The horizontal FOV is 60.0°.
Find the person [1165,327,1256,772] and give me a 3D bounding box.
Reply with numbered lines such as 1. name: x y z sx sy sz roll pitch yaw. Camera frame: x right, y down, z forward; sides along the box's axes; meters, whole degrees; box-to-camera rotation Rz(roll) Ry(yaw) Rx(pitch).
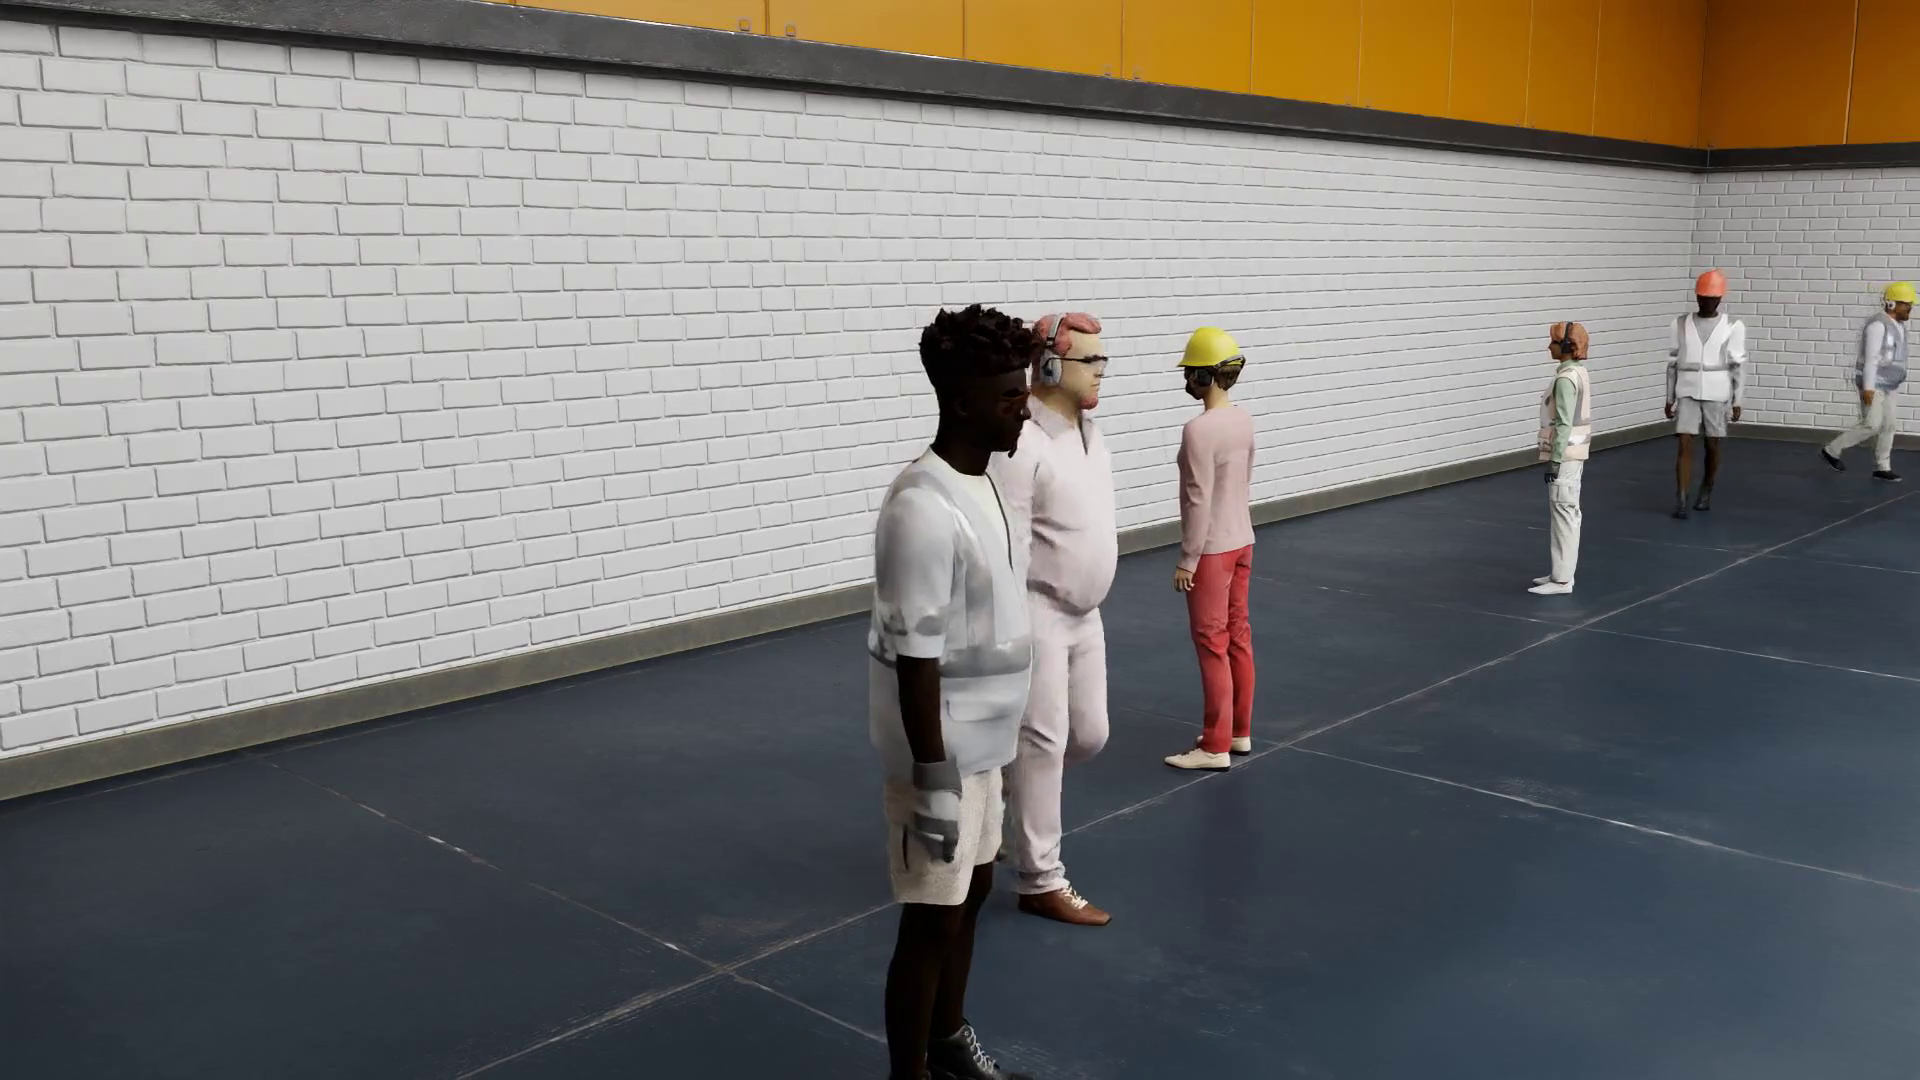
1. person: 0.995 0.039 6.639 0.330 1.767 0.528 7 12 33

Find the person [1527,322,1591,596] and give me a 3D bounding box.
1. person: 3.619 -0.485 9.983 0.308 1.640 0.511 5 11 26

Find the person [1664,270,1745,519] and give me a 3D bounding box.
1. person: 5.781 -1.138 12.940 0.558 1.911 0.804 5 11 27

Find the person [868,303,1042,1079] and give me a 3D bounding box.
1. person: -0.006 0.450 3.772 0.381 1.958 0.619 2 10 14

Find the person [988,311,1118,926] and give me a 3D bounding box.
1. person: 0.213 0.236 5.178 0.575 1.895 0.651 6 12 31

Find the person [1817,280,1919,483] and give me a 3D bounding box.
1. person: 8.122 -1.412 14.812 0.611 1.799 0.669 -7 12 -36
